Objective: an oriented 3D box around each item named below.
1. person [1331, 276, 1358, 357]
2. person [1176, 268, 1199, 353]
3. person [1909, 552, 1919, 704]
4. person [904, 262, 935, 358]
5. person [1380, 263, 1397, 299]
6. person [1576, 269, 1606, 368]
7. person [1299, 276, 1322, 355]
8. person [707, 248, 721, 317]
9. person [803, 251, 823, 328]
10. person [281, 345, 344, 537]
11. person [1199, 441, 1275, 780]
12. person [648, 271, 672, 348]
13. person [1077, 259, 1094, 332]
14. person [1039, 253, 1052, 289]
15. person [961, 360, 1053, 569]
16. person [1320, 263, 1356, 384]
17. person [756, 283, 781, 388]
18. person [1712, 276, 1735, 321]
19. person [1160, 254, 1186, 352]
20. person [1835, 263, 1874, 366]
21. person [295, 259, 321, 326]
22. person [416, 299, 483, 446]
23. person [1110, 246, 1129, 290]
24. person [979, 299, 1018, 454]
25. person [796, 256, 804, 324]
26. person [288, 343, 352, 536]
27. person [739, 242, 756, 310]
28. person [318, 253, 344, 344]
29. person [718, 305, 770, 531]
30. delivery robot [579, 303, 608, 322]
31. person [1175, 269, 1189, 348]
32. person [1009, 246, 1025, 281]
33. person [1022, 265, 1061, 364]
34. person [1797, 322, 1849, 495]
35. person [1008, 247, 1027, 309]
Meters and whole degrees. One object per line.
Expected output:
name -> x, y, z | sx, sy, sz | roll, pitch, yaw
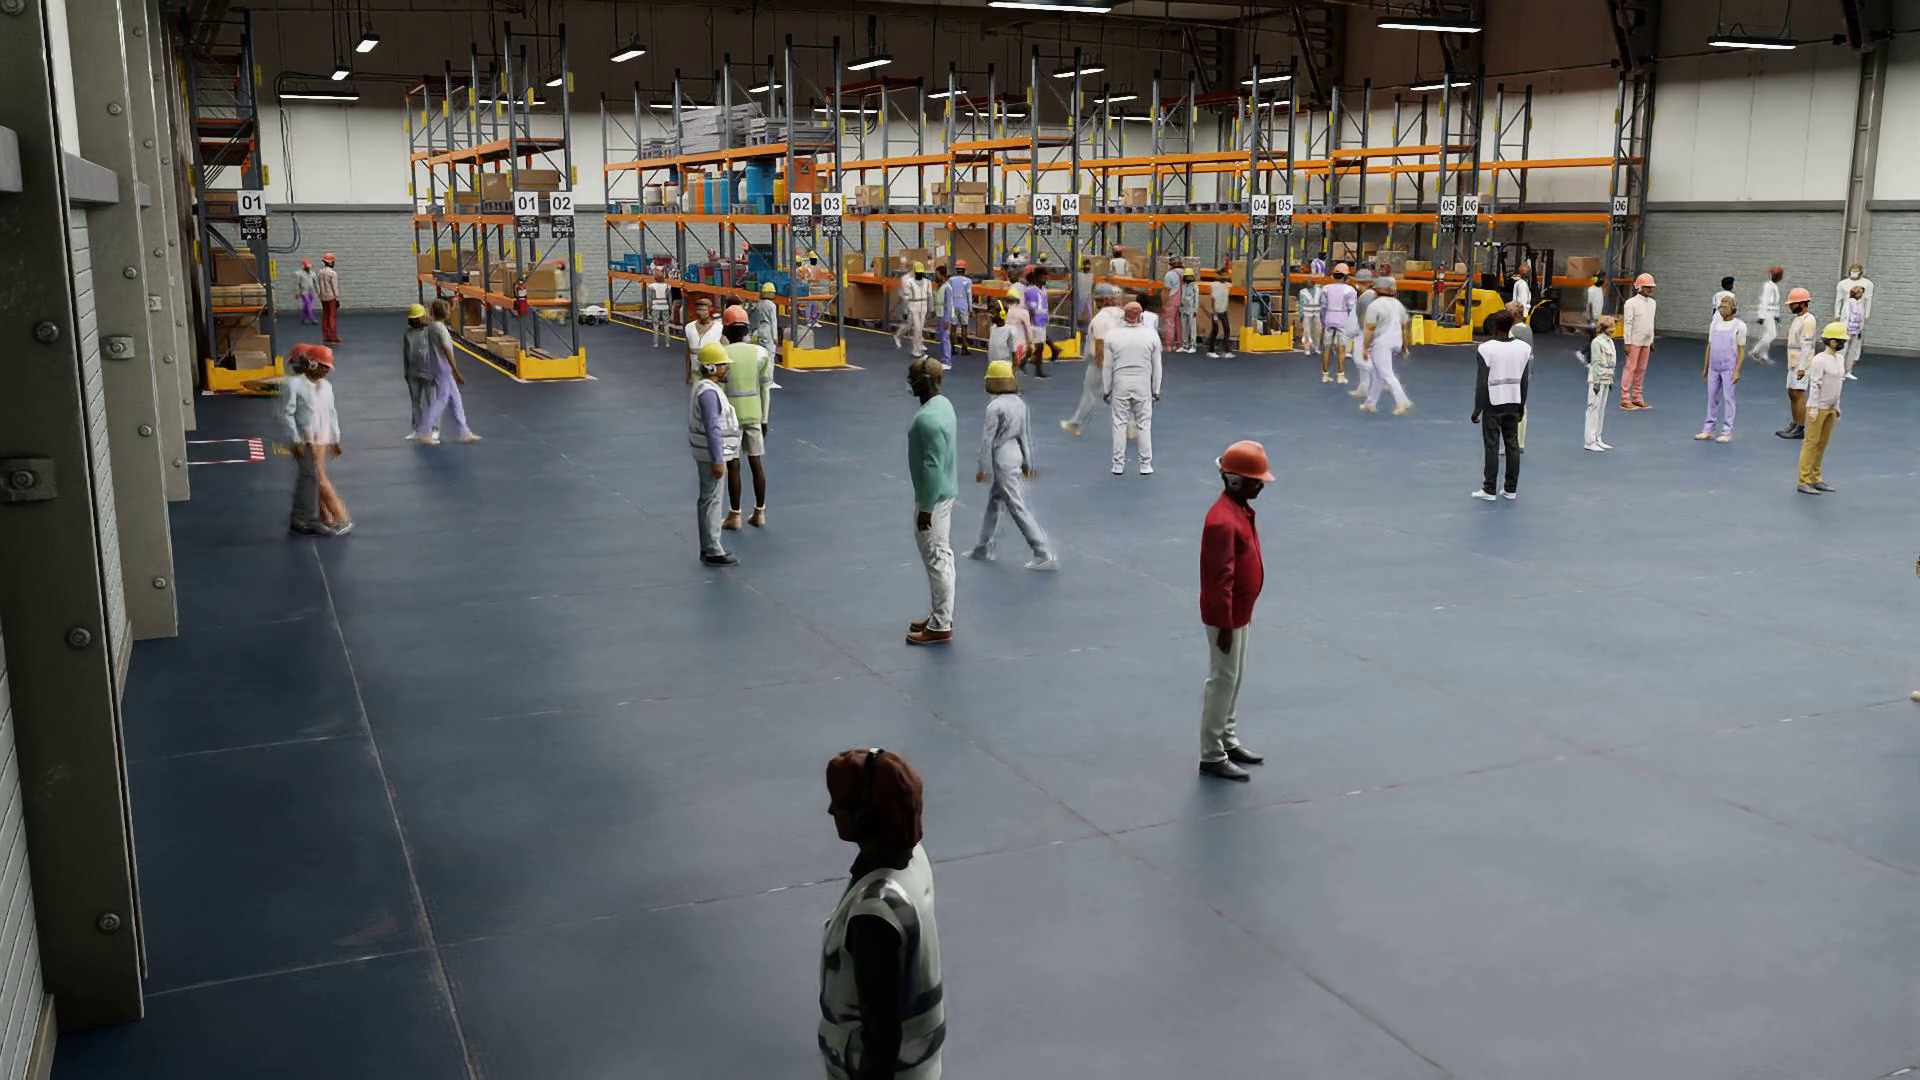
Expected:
person -> 7.689, -4.454, 33.225 | 0.470, 1.626, 0.528 | -9, 14, -39
person -> 4.716, -4.751, 34.433 | 0.295, 1.743, 0.493 | -9, 14, -38
person -> 5.727, 0.113, 9.568 | 0.453, 1.802, 0.626 | 2, 11, 12
person -> -0.769, -4.585, 33.210 | 0.586, 1.884, 0.903 | -6, 13, -29
person -> 8.874, -4.821, 34.566 | 0.392, 1.836, 0.561 | -2, 11, -12
person -> 11.754, -4.102, 30.898 | 0.528, 1.839, 0.472 | -10, 15, -42
person -> 7.113, -4.543, 33.704 | 0.550, 1.609, 0.488 | -1, 11, -6
person -> -6.880, -7.147, 46.211 | 0.405, 1.903, 0.636 | -10, 15, -41
person -> -3.702, -6.314, 41.910 | 0.364, 1.928, 0.586 | 7, 13, 33
person -> -5.789, -0.885, 14.897 | 0.685, 1.697, 0.590 | 3, 11, 14
person -> 1.409, 0.355, 8.502 | 0.355, 1.738, 0.574 | 4, 12, 19
person -> -6.420, -4.931, 35.644 | 0.509, 1.629, 0.314 | -4, 12, -19
person -> 2.824, -5.518, 38.085 | 0.522, 1.847, 0.851 | -5, 12, -24
person -> 2.390, -7.323, 47.540 | 0.544, 1.735, 0.869 | -5, 12, -24
person -> 0.404, -0.621, 13.585 | 0.909, 1.697, 0.499 | 6, 13, 29
person -> 6.390, -3.653, 28.140 | 0.610, 2.033, 0.424 | 7, 13, 33
person -> -3.155, -3.374, 27.457 | 0.325, 1.736, 0.485 | -10, 15, -42
person -> 14.357, -4.103, 31.267 | 0.321, 1.694, 0.529 | -3, 11, -14
person -> 4.457, -4.956, 34.716 | 0.685, 2.000, 0.535 | -9, 14, -38
person -> 16.909, -4.266, 31.509 | 0.622, 1.932, 0.367 | 8, 14, 34
person -> -16.673, -6.338, 42.594 | 0.914, 1.697, 0.591 | 8, 13, 34
person -> -6.420, -2.080, 20.674 | 0.821, 1.817, 0.519 | -5, 12, -23
person -> 4.126, -6.800, 44.218 | 0.634, 1.985, 1.031 | -5, 12, -26
person -> 0.470, -1.911, 19.698 | 0.326, 1.865, 0.518 | -8, 14, -36
person -> -4.210, -6.480, 43.158 | 0.305, 1.771, 0.525 | -2, 11, -10
person -> -5.785, -0.915, 15.044 | 0.579, 1.705, 0.628 | -1, 11, -3
person -> -6.299, -7.853, 49.474 | 0.612, 2.033, 0.407 | 3, 12, 15
person -> -13.906, -5.327, 36.746 | 0.623, 1.989, 0.405 | 8, 13, 34
person -> -2.022, -1.105, 15.151 | 0.611, 2.042, 0.396 | -7, 13, -33
delivery robot -> -9.437, -5.865, 42.886 | 0.707, 0.478, 0.477 | -10, 15, -42
person -> 4.754, -4.934, 35.509 | 0.319, 1.688, 0.538 | -2, 11, -9
person -> 1.775, -8.422, 52.853 | 0.581, 1.854, 0.935 | 3, 11, 14
person -> 1.530, -4.297, 31.753 | 0.711, 1.899, 0.594 | -3, 12, -16
person -> 8.914, -1.355, 17.118 | 0.526, 1.768, 0.331 | -8, 14, -34
person -> 1.701, -7.682, 49.006 | 0.599, 1.884, 1.000 | -8, 14, -35
